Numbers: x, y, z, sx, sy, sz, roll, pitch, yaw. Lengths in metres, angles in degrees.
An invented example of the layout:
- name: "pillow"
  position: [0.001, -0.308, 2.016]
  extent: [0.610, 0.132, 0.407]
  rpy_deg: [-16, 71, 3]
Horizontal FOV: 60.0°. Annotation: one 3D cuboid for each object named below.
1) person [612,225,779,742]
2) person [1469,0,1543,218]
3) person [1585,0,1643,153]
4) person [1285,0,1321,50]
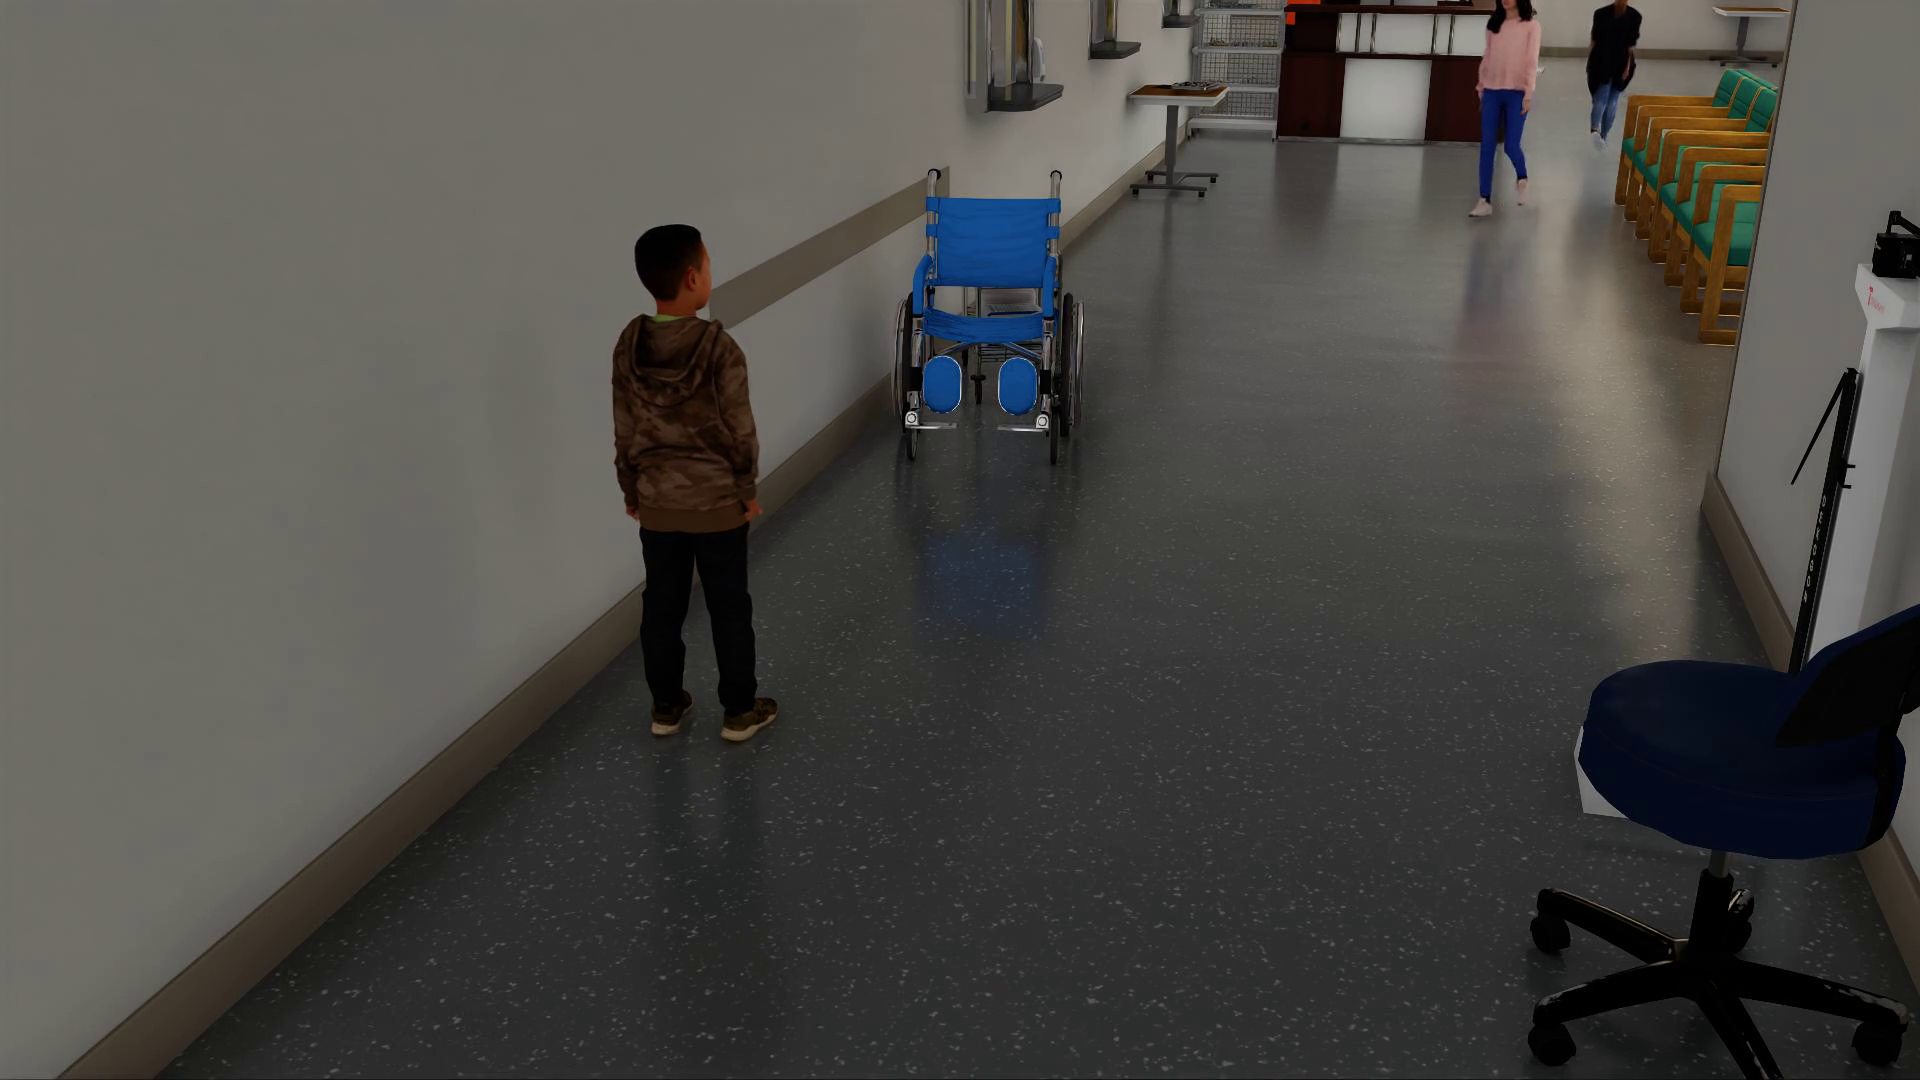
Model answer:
- name: "person"
  position: [-0.752, -0.139, 4.608]
  extent: [0.495, 1.454, 0.628]
  rpy_deg: [5, 21, 13]
- name: "person"
  position: [4.198, -3.348, 12.663]
  extent: [0.989, 1.751, 0.959]
  rpy_deg: [18, 27, 40]
- name: "person"
  position: [6.127, -4.421, 15.661]
  extent: [1.110, 1.633, 0.779]
  rpy_deg: [9, 23, 23]
- name: "person"
  position: [3.931, -5.898, 19.397]
  extent: [0.502, 1.750, 0.682]
  rpy_deg: [4, 21, 11]
